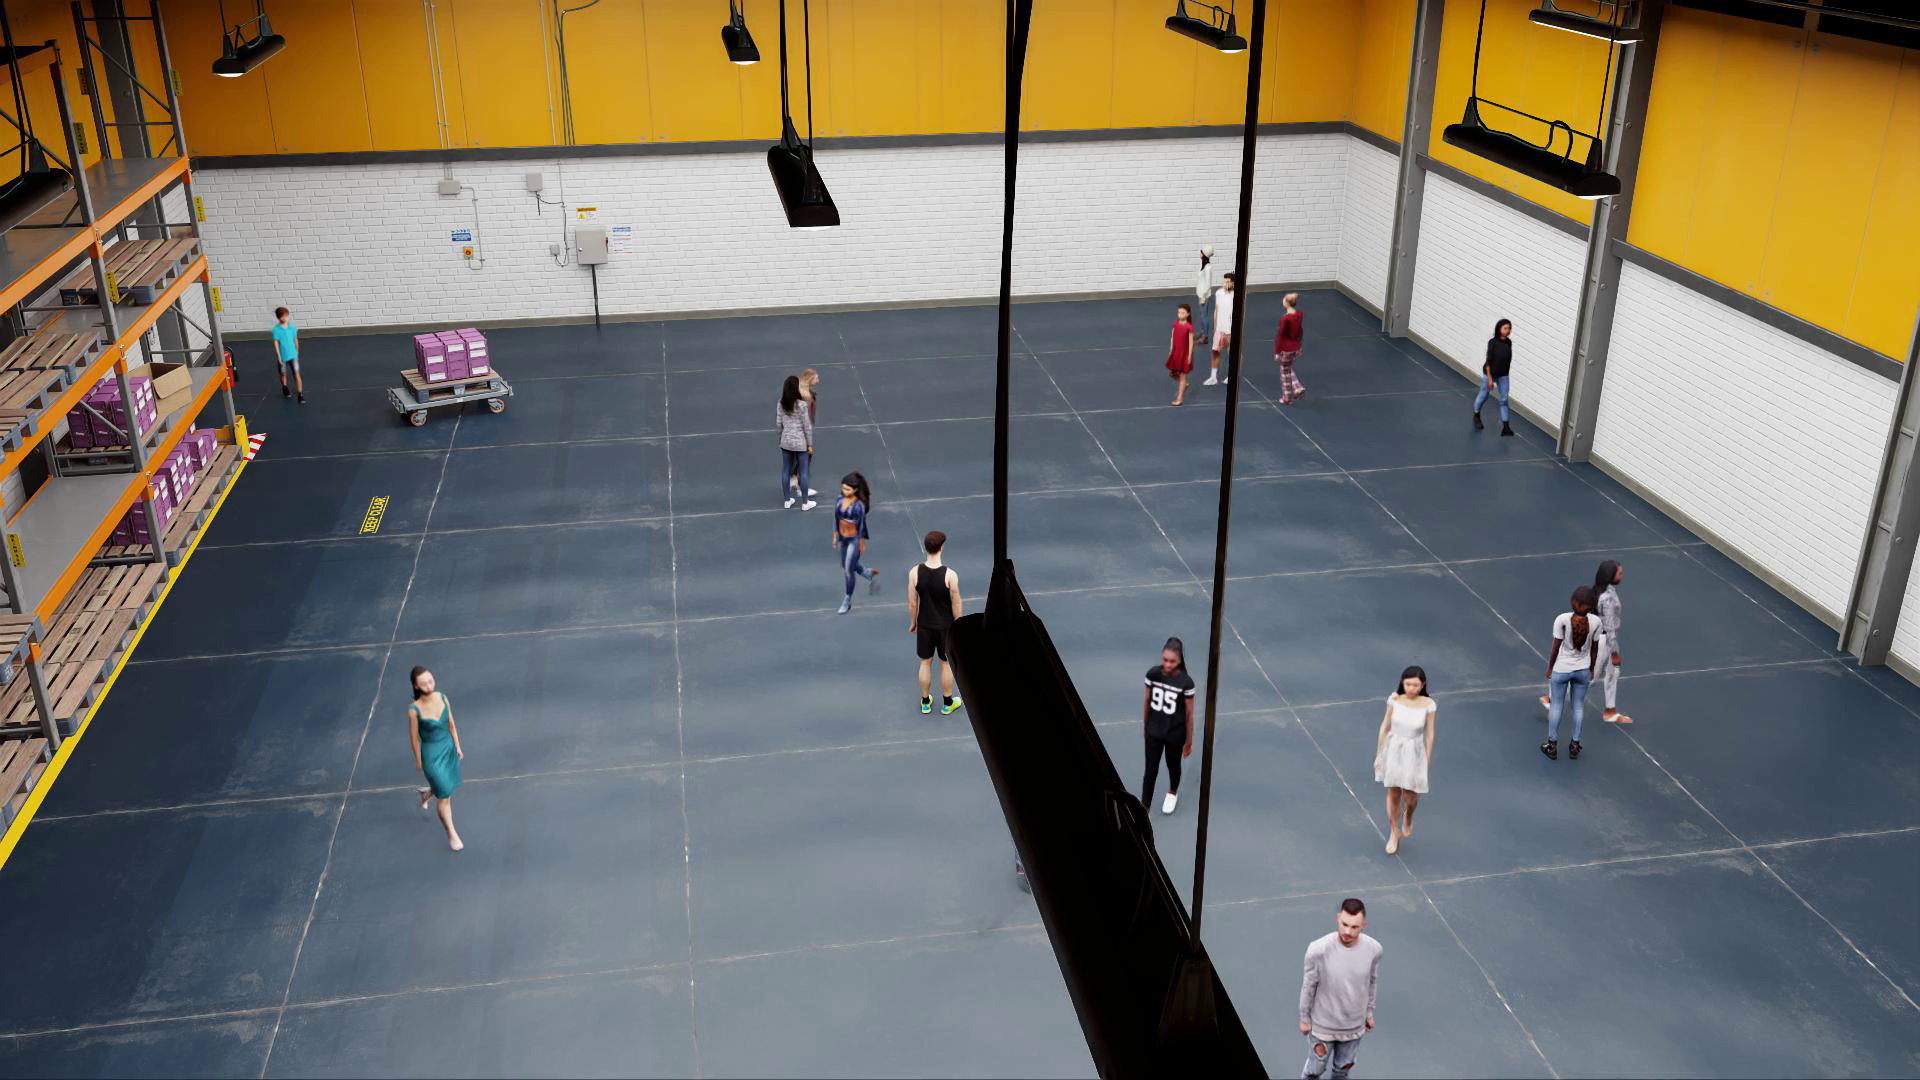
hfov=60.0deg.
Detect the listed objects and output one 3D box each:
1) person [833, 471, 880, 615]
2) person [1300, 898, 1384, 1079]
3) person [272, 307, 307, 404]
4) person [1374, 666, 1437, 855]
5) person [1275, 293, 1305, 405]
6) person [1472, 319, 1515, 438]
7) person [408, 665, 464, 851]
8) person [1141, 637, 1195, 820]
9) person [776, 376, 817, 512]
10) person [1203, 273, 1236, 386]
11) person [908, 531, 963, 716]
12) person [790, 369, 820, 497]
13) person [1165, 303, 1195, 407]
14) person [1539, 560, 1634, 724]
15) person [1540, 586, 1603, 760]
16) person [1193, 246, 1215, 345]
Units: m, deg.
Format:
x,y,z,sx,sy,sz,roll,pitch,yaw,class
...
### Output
x,y,z,sx,sy,sz,roll,pitch,yaw,class
-1.166,-0.005,18.282,0.967,1.603,0.990,19,30,36,person
2.459,3.108,10.865,0.679,1.839,0.566,-3,24,-7,person
-10.089,-2.776,24.851,0.774,1.419,1.035,-15,28,-31,person
3.726,1.803,13.941,0.827,1.766,0.894,11,26,24,person
4.940,-2.814,24.595,0.814,1.694,0.855,-21,31,-40,person
7.507,-2.312,23.481,0.588,1.665,1.116,-4,24,-10,person
-4.445,1.813,14.048,0.968,1.664,0.886,18,29,35,person
1.820,1.642,14.390,0.974,1.702,1.106,11,26,24,person
-2.086,-1.224,20.907,0.691,1.733,0.704,10,25,21,person
4.154,-3.239,25.480,0.971,1.763,1.021,16,28,33,person
-0.236,0.807,16.065,0.762,1.891,0.729,6,24,13,person
-2.031,-1.373,21.309,0.697,1.684,0.589,-6,24,-14,person
3.331,-2.789,24.720,0.780,1.547,0.827,19,30,37,person
6.025,1.003,15.864,1.013,1.693,1.130,7,25,16,person
5.641,1.213,15.350,0.630,1.719,0.579,1,24,3,person
4.045,-4.072,27.536,0.677,1.643,0.516,2,24,5,person
